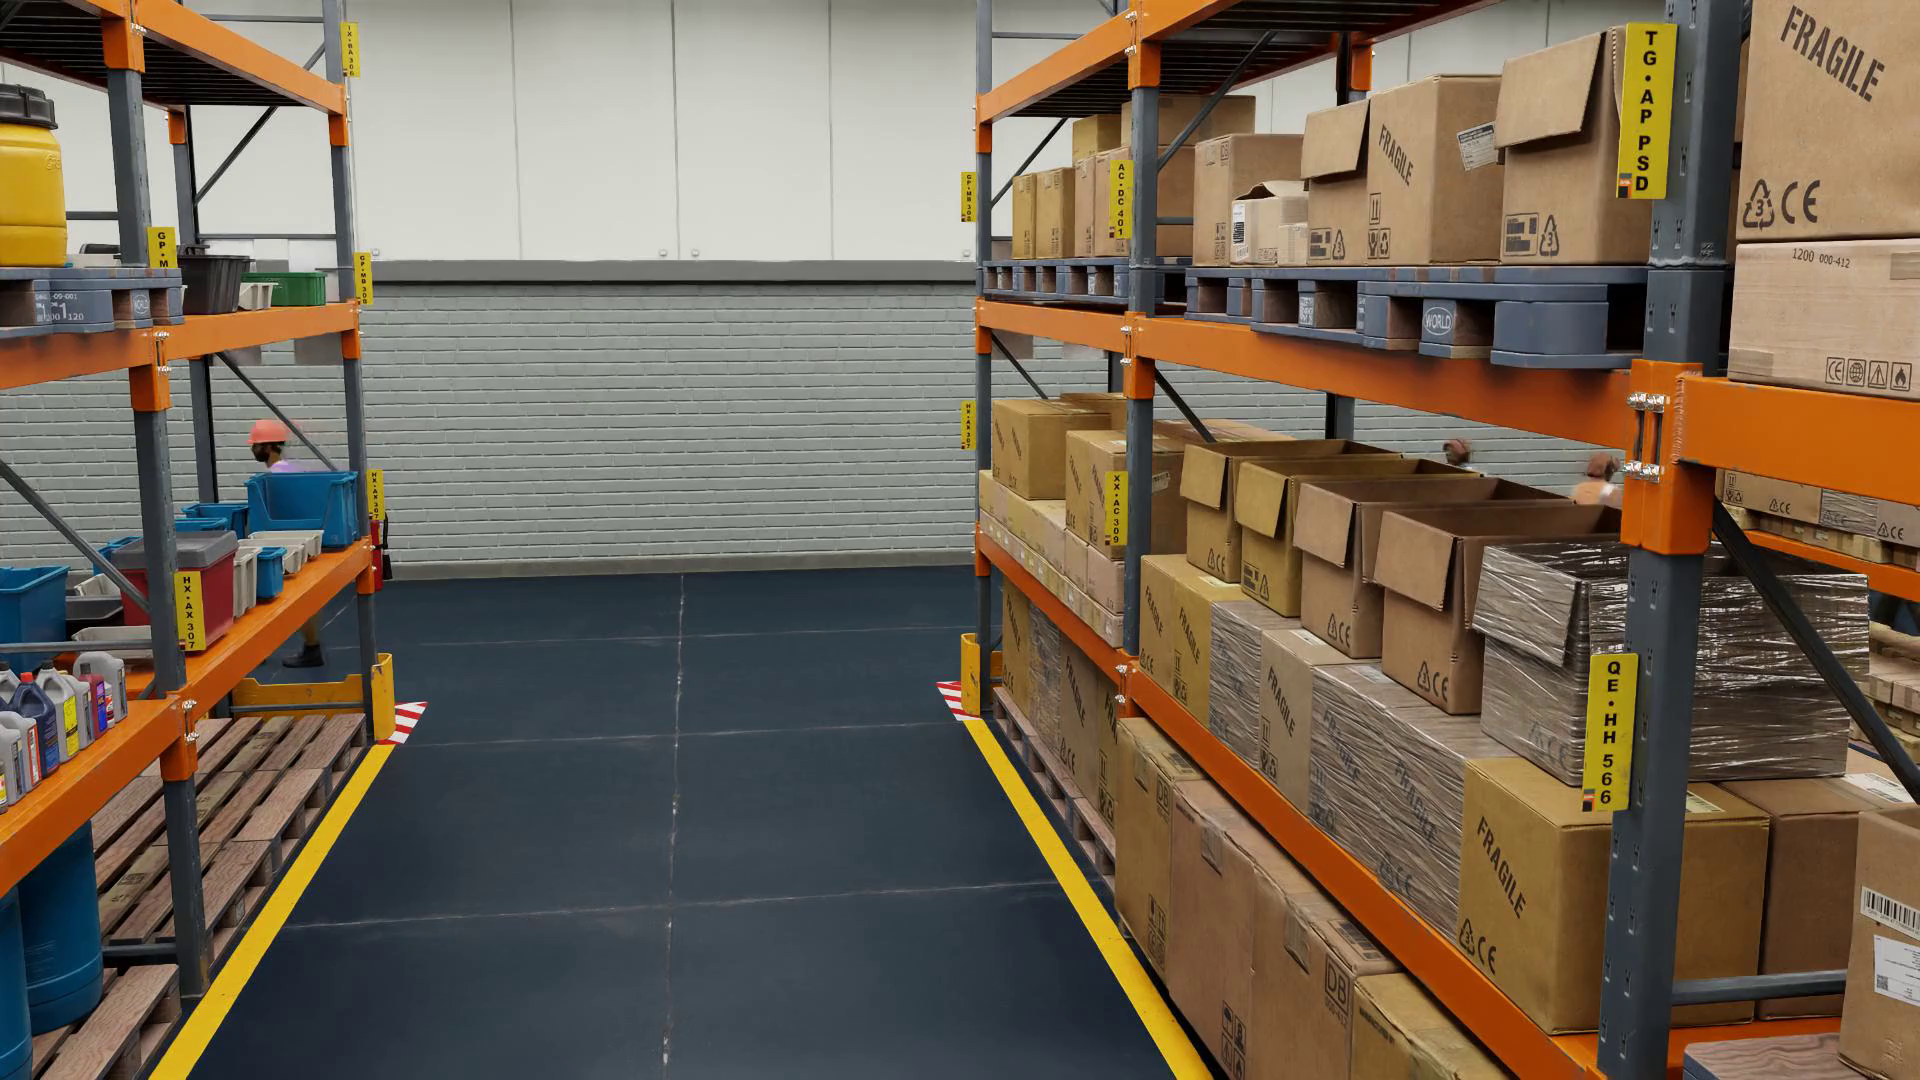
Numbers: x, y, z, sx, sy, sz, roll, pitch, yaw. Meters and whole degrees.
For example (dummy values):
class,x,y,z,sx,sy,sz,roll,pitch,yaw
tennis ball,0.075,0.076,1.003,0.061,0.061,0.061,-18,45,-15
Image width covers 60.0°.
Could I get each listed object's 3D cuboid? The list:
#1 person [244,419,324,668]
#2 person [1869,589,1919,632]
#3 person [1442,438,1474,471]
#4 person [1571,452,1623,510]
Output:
class,x,y,z,sx,sy,sz,roll,pitch,yaw
person,-5.292,0.049,12.599,0.875,1.905,0.570,-2,9,-11
person,6.778,0.223,11.777,0.955,1.845,0.656,9,13,42
person,4.396,-0.101,14.456,0.567,1.604,0.538,-3,10,-16
person,5.100,0.101,13.239,0.837,1.585,0.557,-5,10,-28
